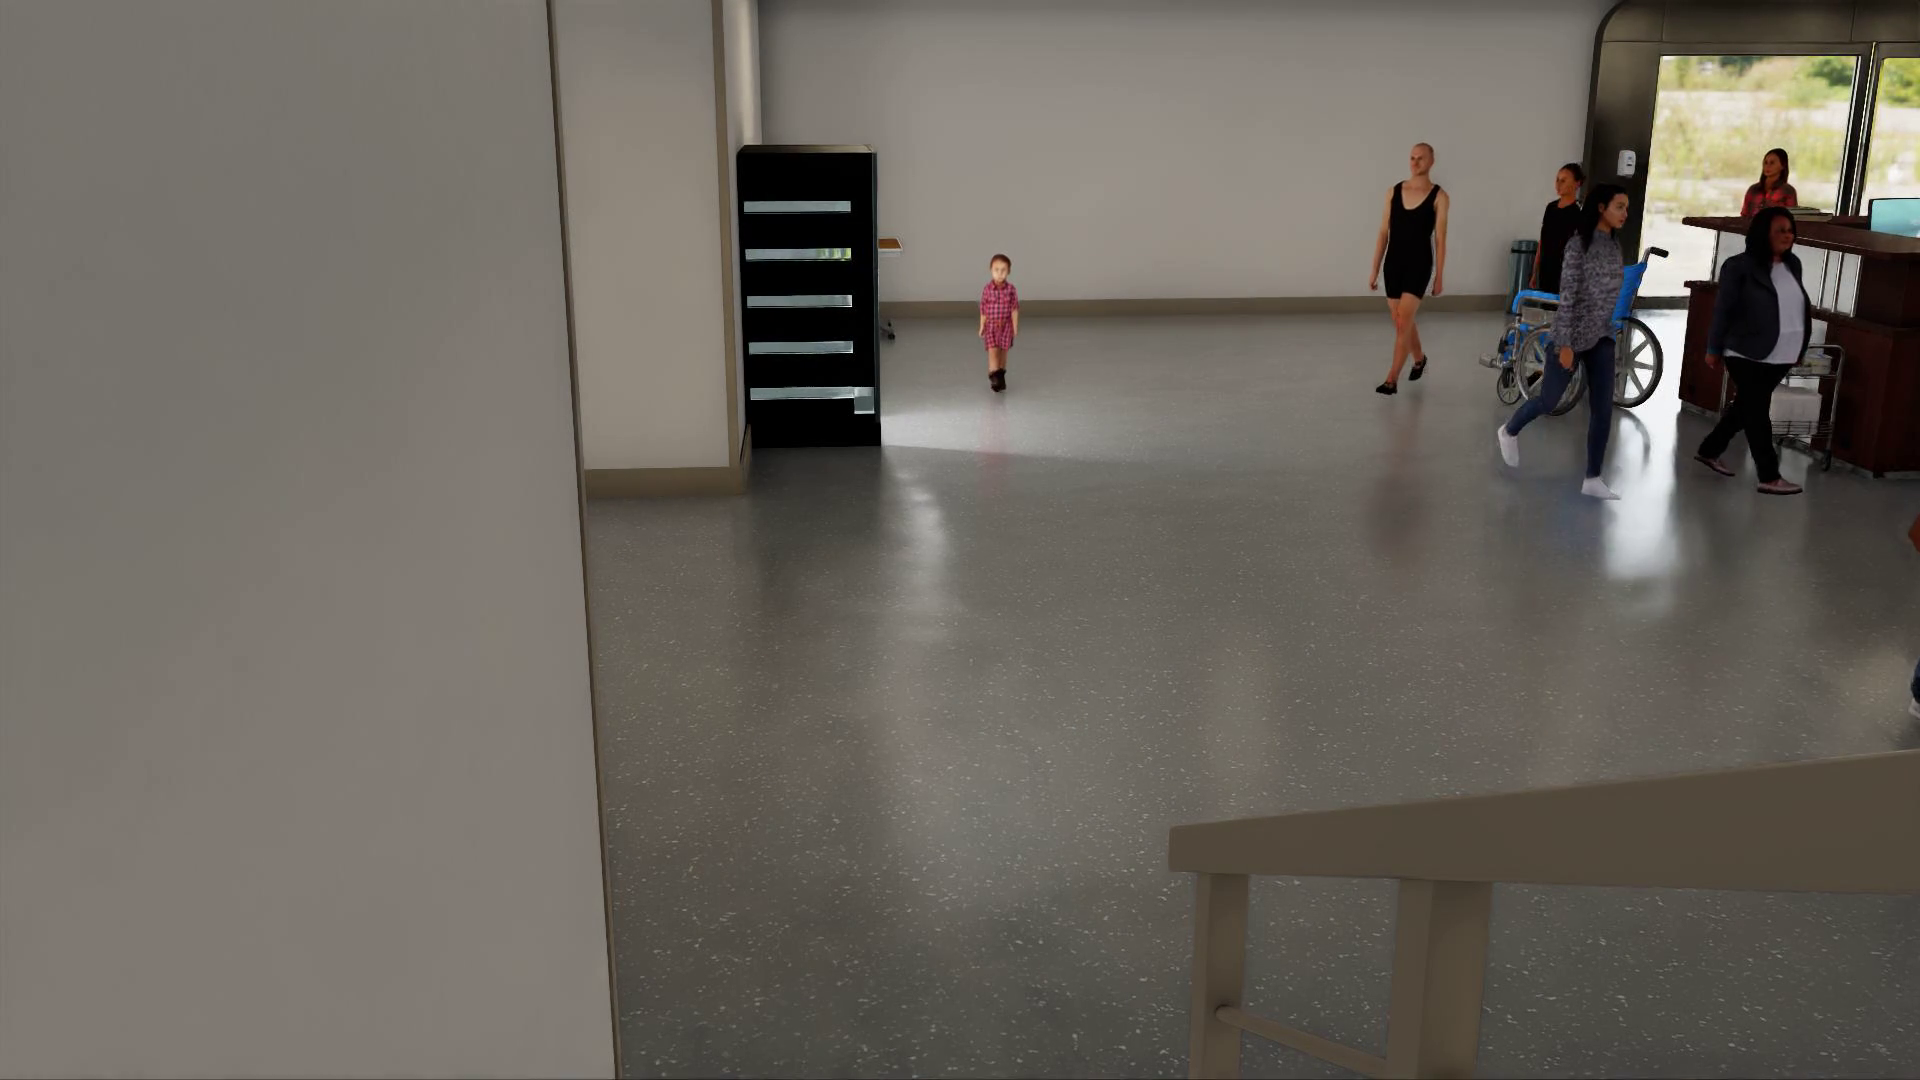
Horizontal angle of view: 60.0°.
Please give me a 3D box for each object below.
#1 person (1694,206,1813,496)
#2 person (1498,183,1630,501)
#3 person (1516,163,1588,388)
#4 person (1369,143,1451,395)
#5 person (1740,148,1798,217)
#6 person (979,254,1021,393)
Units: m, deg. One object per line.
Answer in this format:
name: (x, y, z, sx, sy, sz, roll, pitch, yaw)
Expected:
person: (4.450, -1.061, 9.383, 0.913, 1.559, 1.155, -7, 17, -23)
person: (3.398, -1.103, 9.277, 0.847, 1.697, 1.214, -6, 17, -19)
person: (4.533, -1.953, 12.391, 0.753, 1.644, 0.952, -4, 16, -14)
person: (3.328, -1.973, 12.212, 1.162, 1.778, 1.207, 13, 21, 40)
person: (6.749, -2.381, 13.860, 1.020, 1.669, 1.134, -10, 18, -31)
person: (0.295, -1.597, 12.309, 0.461, 1.002, 0.719, 0, 16, -1)
